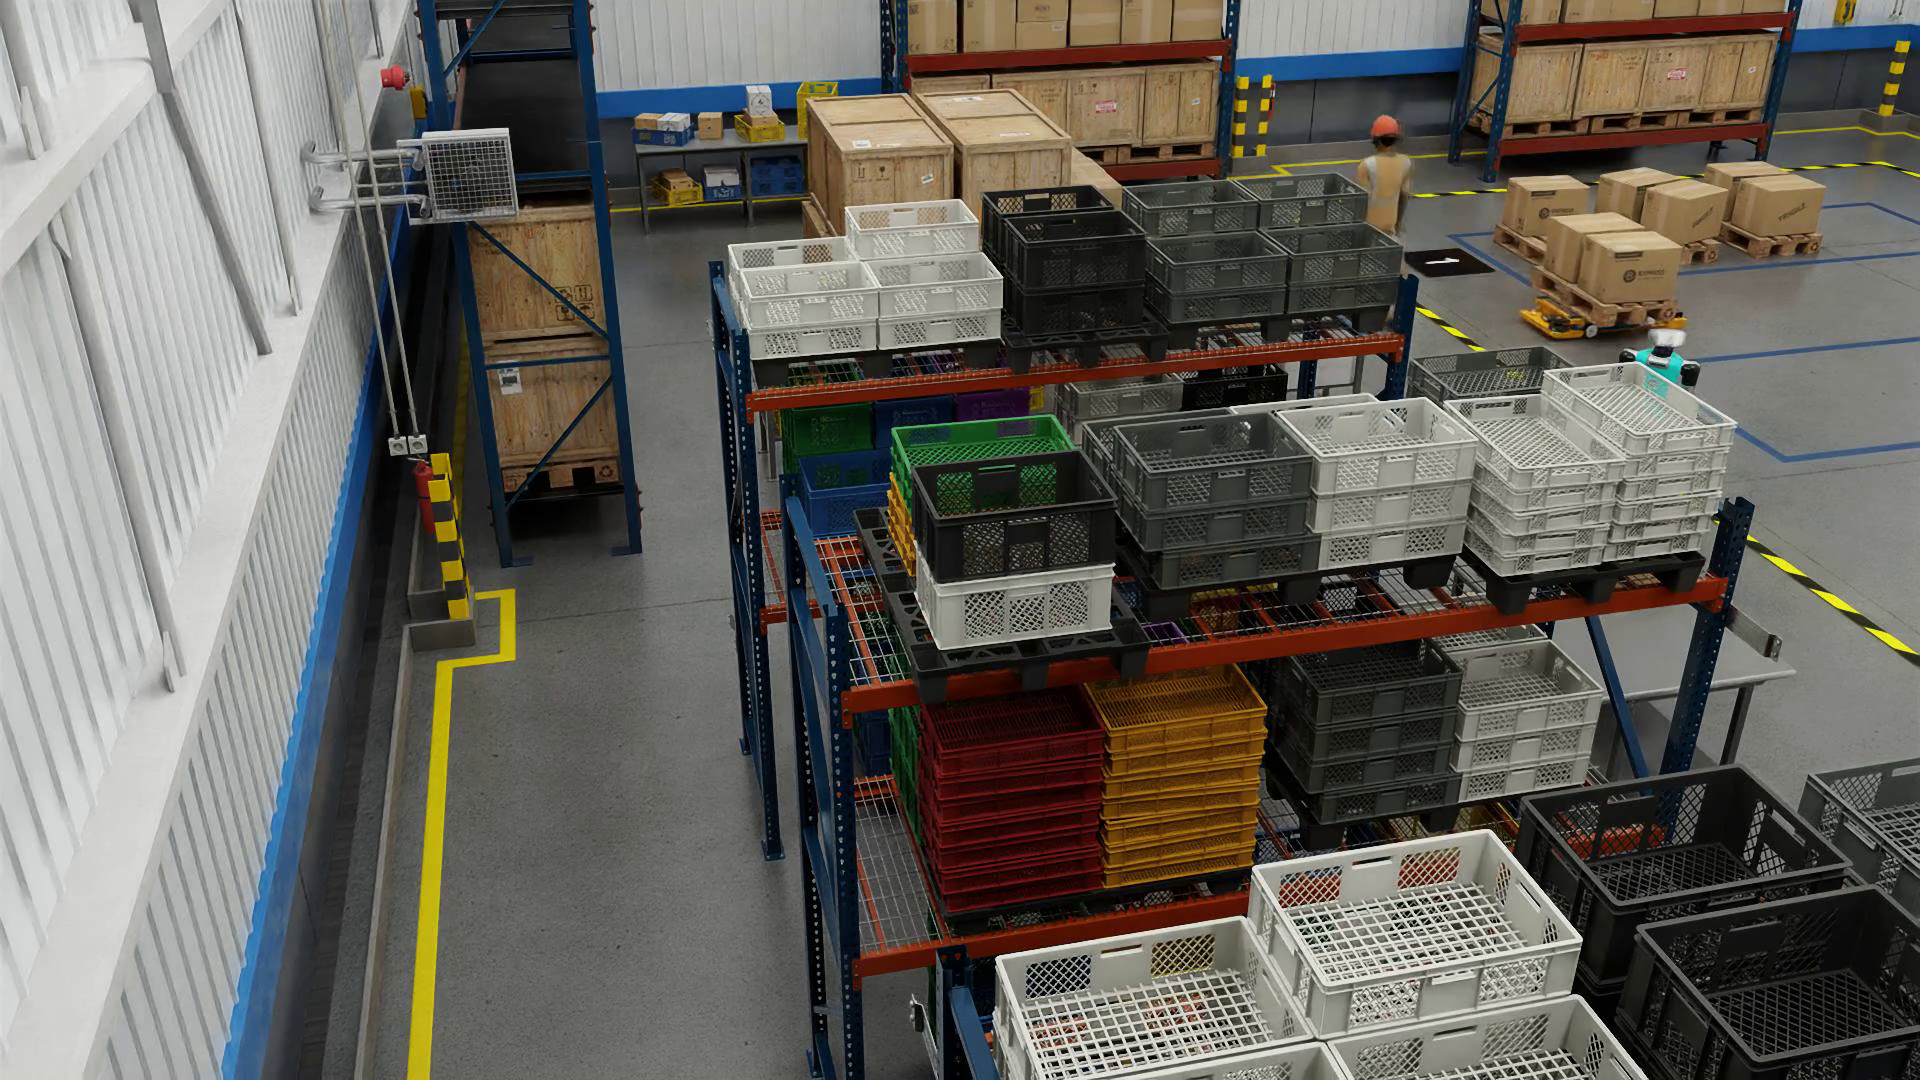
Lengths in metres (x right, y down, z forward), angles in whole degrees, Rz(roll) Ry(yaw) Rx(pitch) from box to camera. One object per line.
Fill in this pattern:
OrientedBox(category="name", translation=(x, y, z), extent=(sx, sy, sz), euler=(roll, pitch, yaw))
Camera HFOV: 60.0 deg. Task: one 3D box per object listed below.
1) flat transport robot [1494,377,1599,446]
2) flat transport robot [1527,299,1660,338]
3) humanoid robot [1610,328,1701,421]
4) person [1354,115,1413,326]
OrientedBox(category="flat transport robot", translation=(4.780, -1.036, 14.013), extent=(0.659, 0.231, 1.431), euler=(-6, 28, -12))
OrientedBox(category="flat transport robot", translation=(6.280, -2.220, 16.229), extent=(1.431, 0.197, 0.652), euler=(-6, 28, -12))
OrientedBox(category="humanoid robot", translation=(4.892, -0.782, 11.808), extent=(0.533, 1.679, 0.735), euler=(16, 32, 27))
OrientedBox(category="person", translation=(4.047, -3.075, 16.027), extent=(0.621, 2.002, 1.010), euler=(-8, 29, -15))
